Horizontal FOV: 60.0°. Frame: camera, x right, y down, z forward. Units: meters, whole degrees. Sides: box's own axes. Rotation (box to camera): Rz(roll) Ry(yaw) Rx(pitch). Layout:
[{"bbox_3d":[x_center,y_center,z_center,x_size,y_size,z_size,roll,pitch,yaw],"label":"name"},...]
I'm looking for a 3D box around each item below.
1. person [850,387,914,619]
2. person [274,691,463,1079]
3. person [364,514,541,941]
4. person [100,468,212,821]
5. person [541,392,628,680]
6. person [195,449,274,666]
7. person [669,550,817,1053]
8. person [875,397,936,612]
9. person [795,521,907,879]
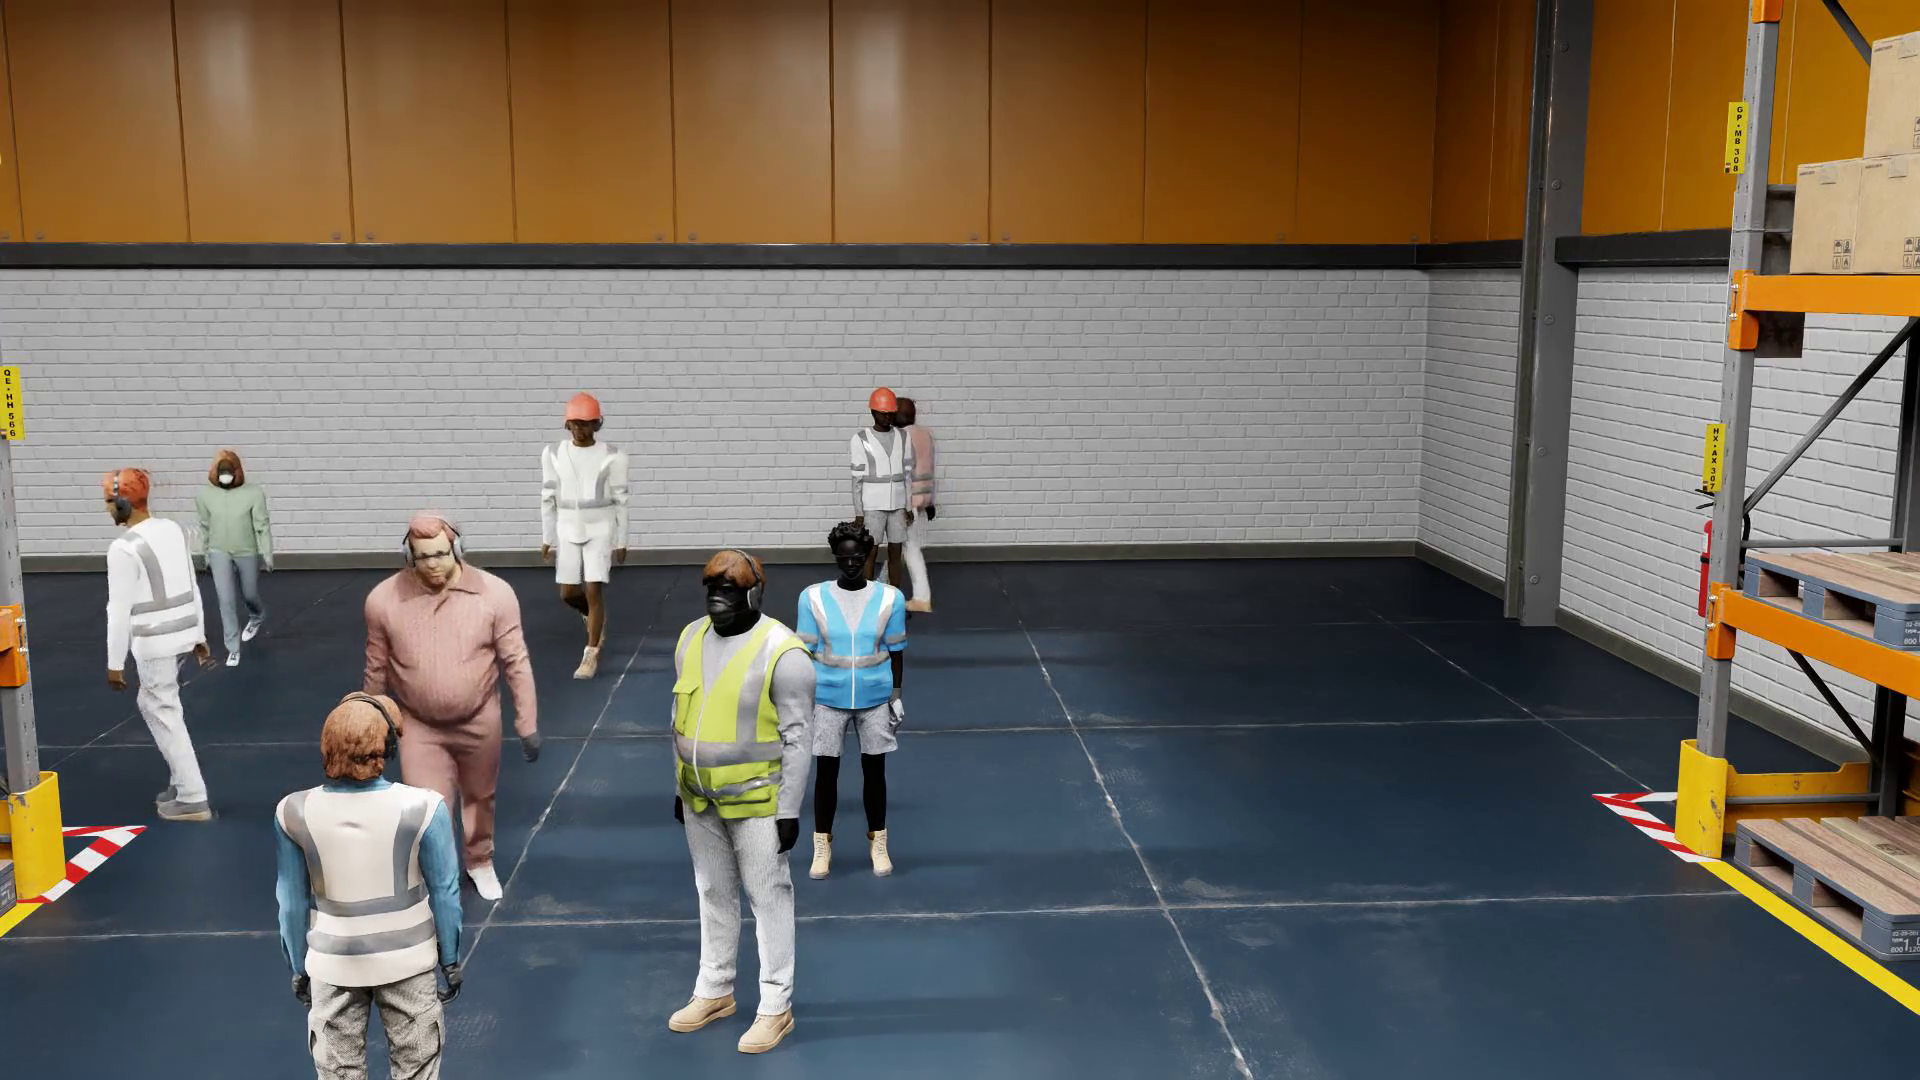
[{"bbox_3d":[-0.620,-0.288,13.634,0.539,1.930,0.377,-5,10,-28],"label":"person"},{"bbox_3d":[-1.707,1.253,4.846,0.516,1.641,0.308,-1,9,-6],"label":"person"},{"bbox_3d":[-2.189,0.784,7.176,0.706,1.841,1.045,-3,9,-16],"label":"person"},{"bbox_3d":[-4.153,0.550,8.542,0.545,1.862,0.601,1,9,6],"label":"person"},{"bbox_3d":[-2.651,-0.053,11.852,0.626,2.029,0.739,1,9,5],"label":"person"},{"bbox_3d":[-5.353,0.090,12.344,0.510,1.591,0.769,-2,9,-15],"label":"person"},{"bbox_3d":[-0.831,0.947,6.130,0.628,1.846,0.429,6,11,33],"label":"person"},{"bbox_3d":[-0.561,-0.310,14.159,0.860,1.800,0.656,5,10,28],"label":"person"},{"bbox_3d":[-0.511,0.749,7.831,0.535,1.697,0.318,-1,9,-7],"label":"person"}]
